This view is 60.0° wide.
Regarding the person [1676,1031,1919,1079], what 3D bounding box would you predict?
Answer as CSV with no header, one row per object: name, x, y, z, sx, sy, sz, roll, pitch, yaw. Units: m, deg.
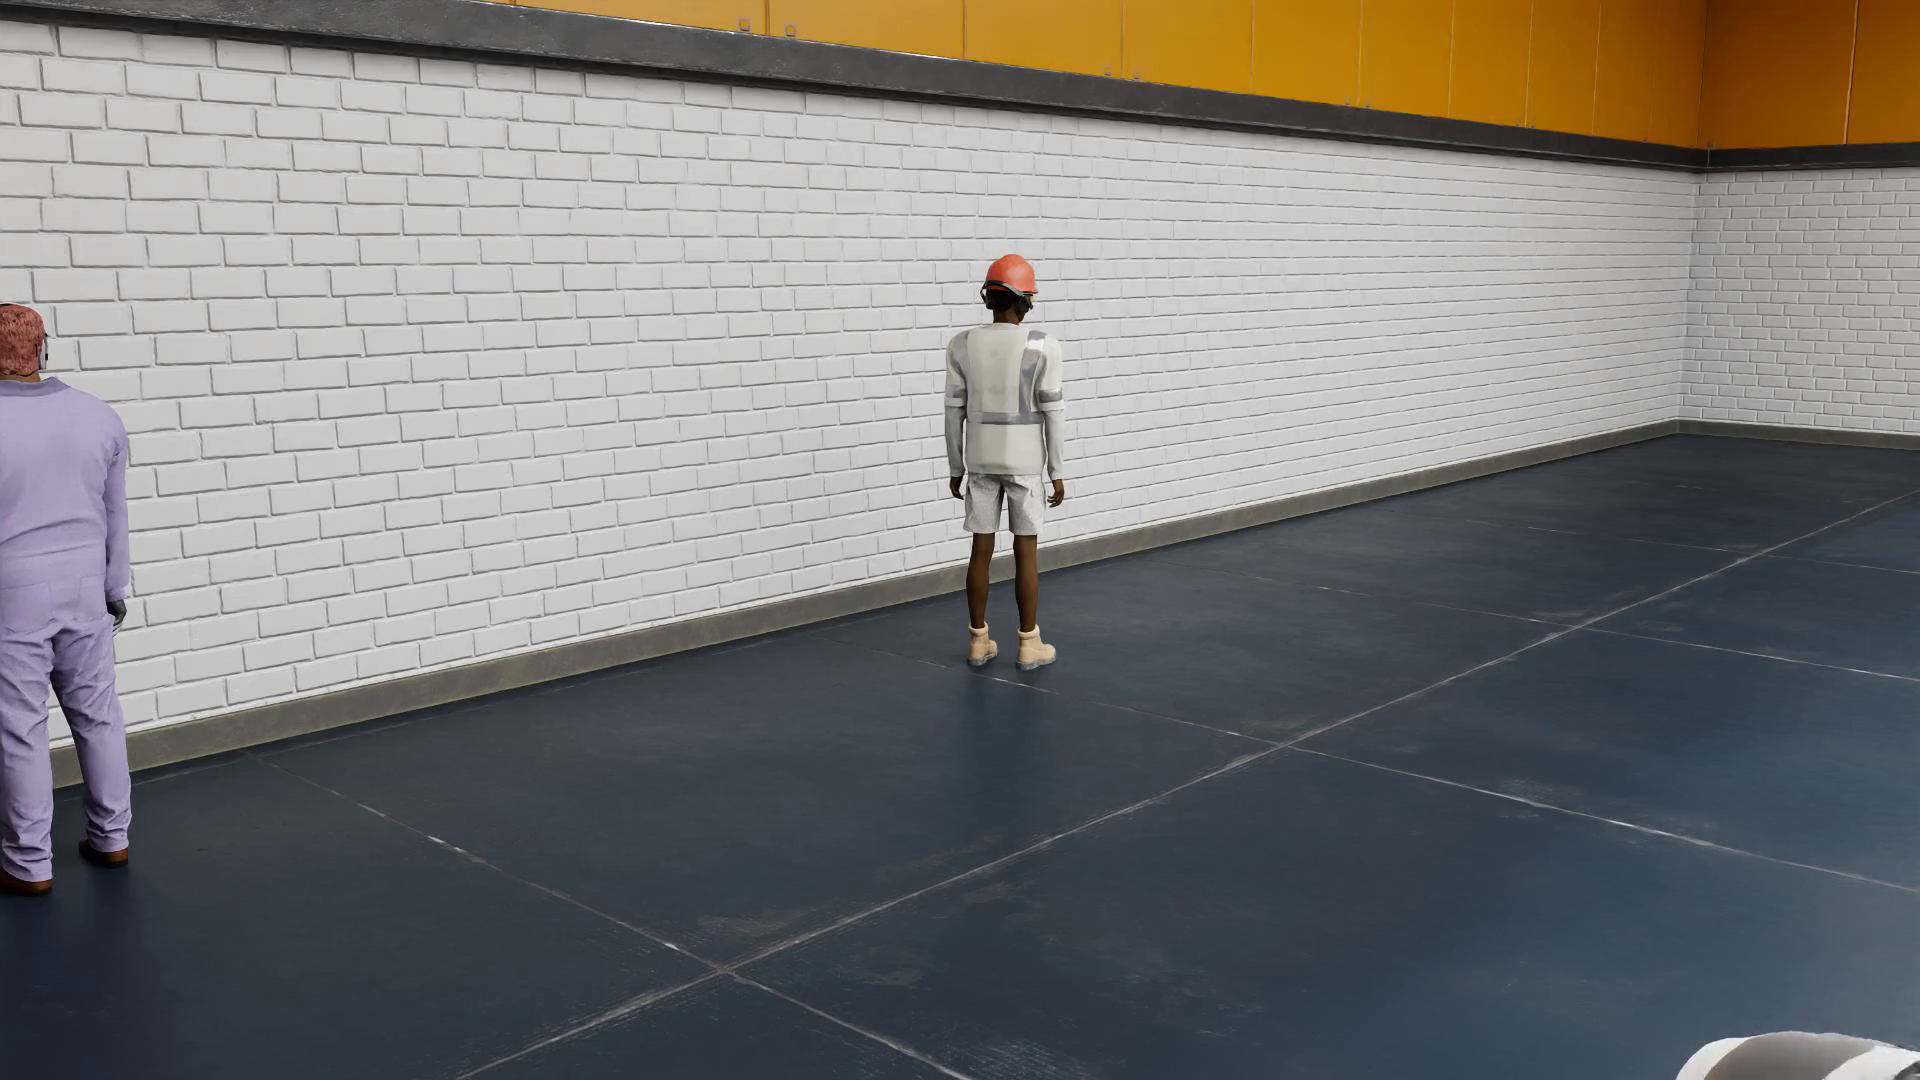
person,0.555,0.976,0.976,0.441,1.877,0.594,-4,11,-22

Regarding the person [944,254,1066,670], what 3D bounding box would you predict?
person,0.236,-0.380,8.239,0.616,2.040,0.382,4,11,21

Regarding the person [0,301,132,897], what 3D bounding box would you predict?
person,-3.003,0.191,5.378,0.407,1.908,0.641,5,11,28
